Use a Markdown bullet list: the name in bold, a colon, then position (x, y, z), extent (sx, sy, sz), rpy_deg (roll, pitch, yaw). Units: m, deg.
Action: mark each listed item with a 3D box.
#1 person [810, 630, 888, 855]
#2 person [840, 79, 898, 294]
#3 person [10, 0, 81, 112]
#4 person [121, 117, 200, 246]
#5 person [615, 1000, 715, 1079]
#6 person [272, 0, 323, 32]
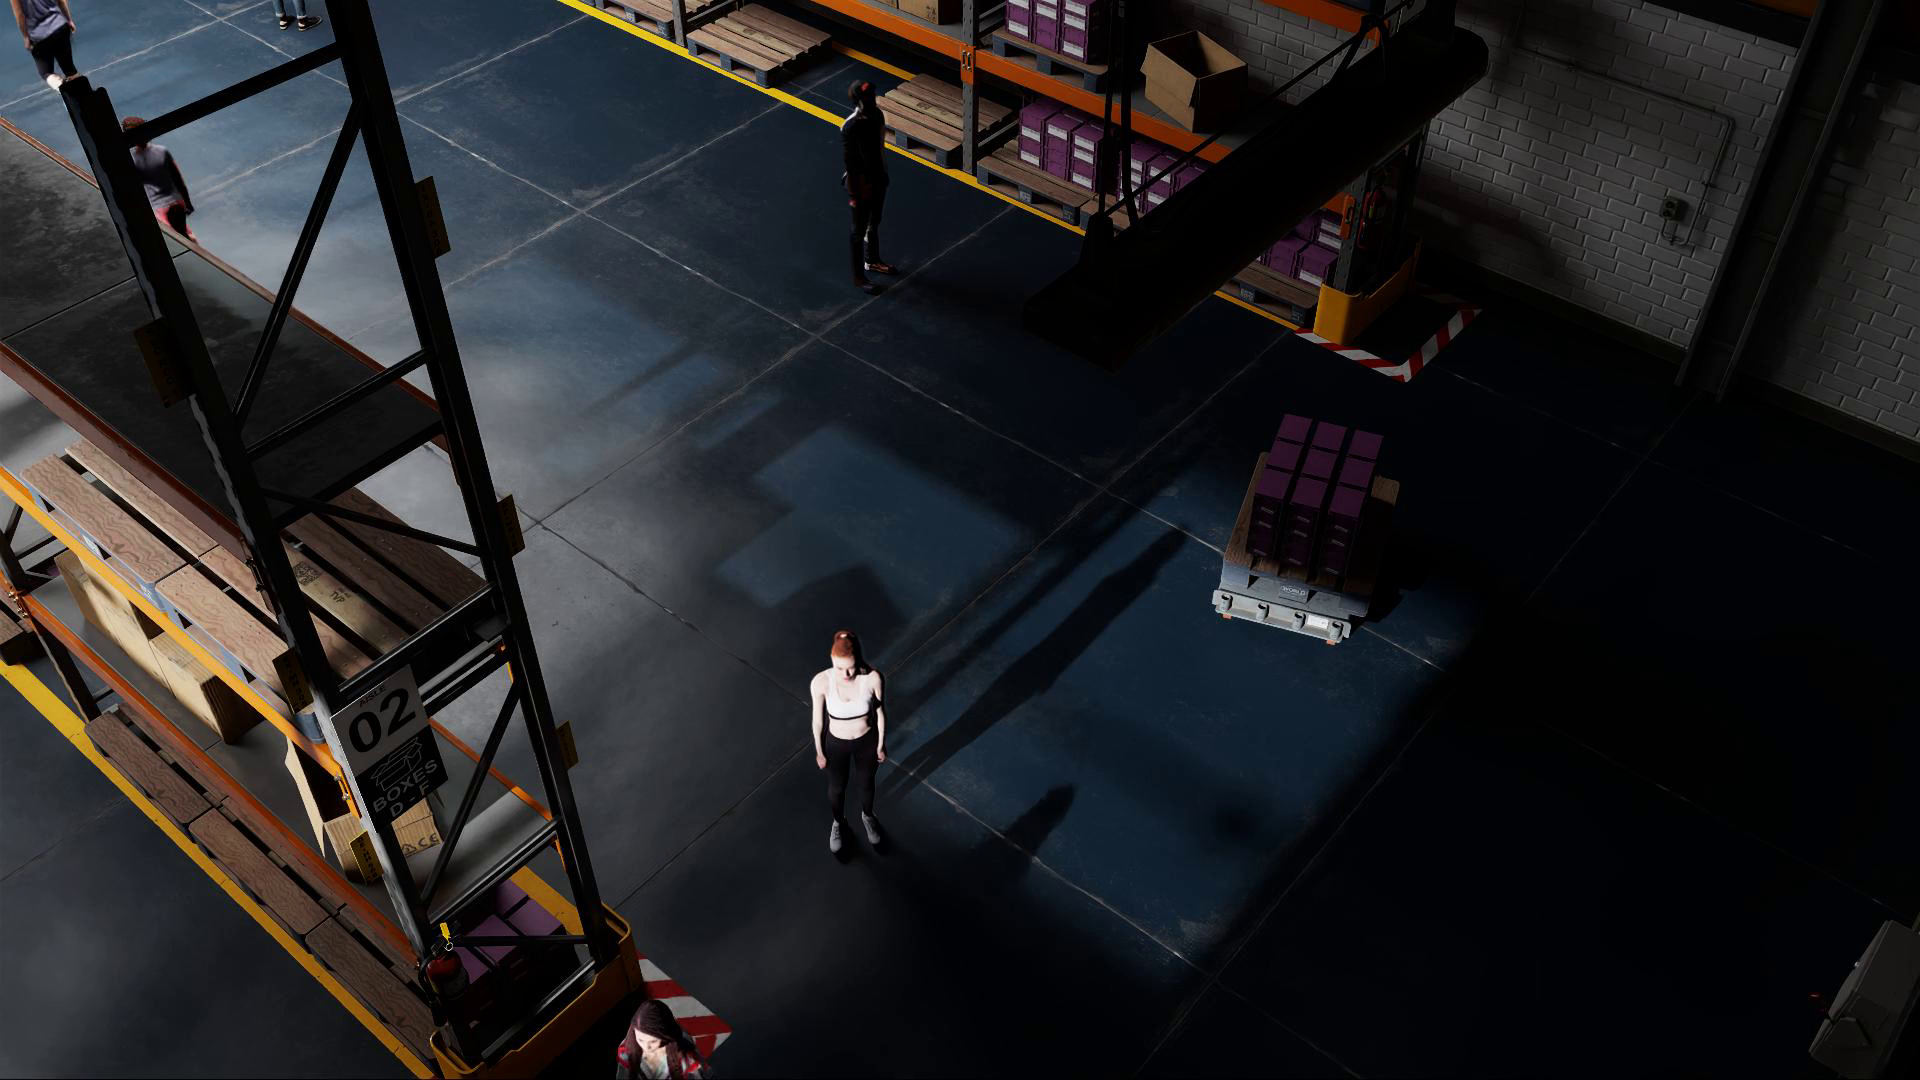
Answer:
- **person**: position (-0.641, 1.177, 9.735), extent (0.669, 1.742, 0.708), rpy_deg (-8, 44, -8)
- **person**: position (-0.789, -3.012, 14.023), extent (0.645, 1.893, 0.715), rpy_deg (22, 48, 21)
- **person**: position (-8.697, -4.832, 15.946), extent (0.928, 1.875, 0.706), rpy_deg (26, 50, 25)
- **person**: position (-6.603, -2.736, 13.919), extent (0.609, 1.635, 0.582), rpy_deg (29, 51, 27)
- **person**: position (-1.408, 2.696, 8.255), extent (0.988, 1.584, 0.937), rpy_deg (8, 44, 9)
- **person**: position (-7.232, -6.277, 17.504), extent (0.649, 1.819, 0.805), rpy_deg (10, 44, 10)
